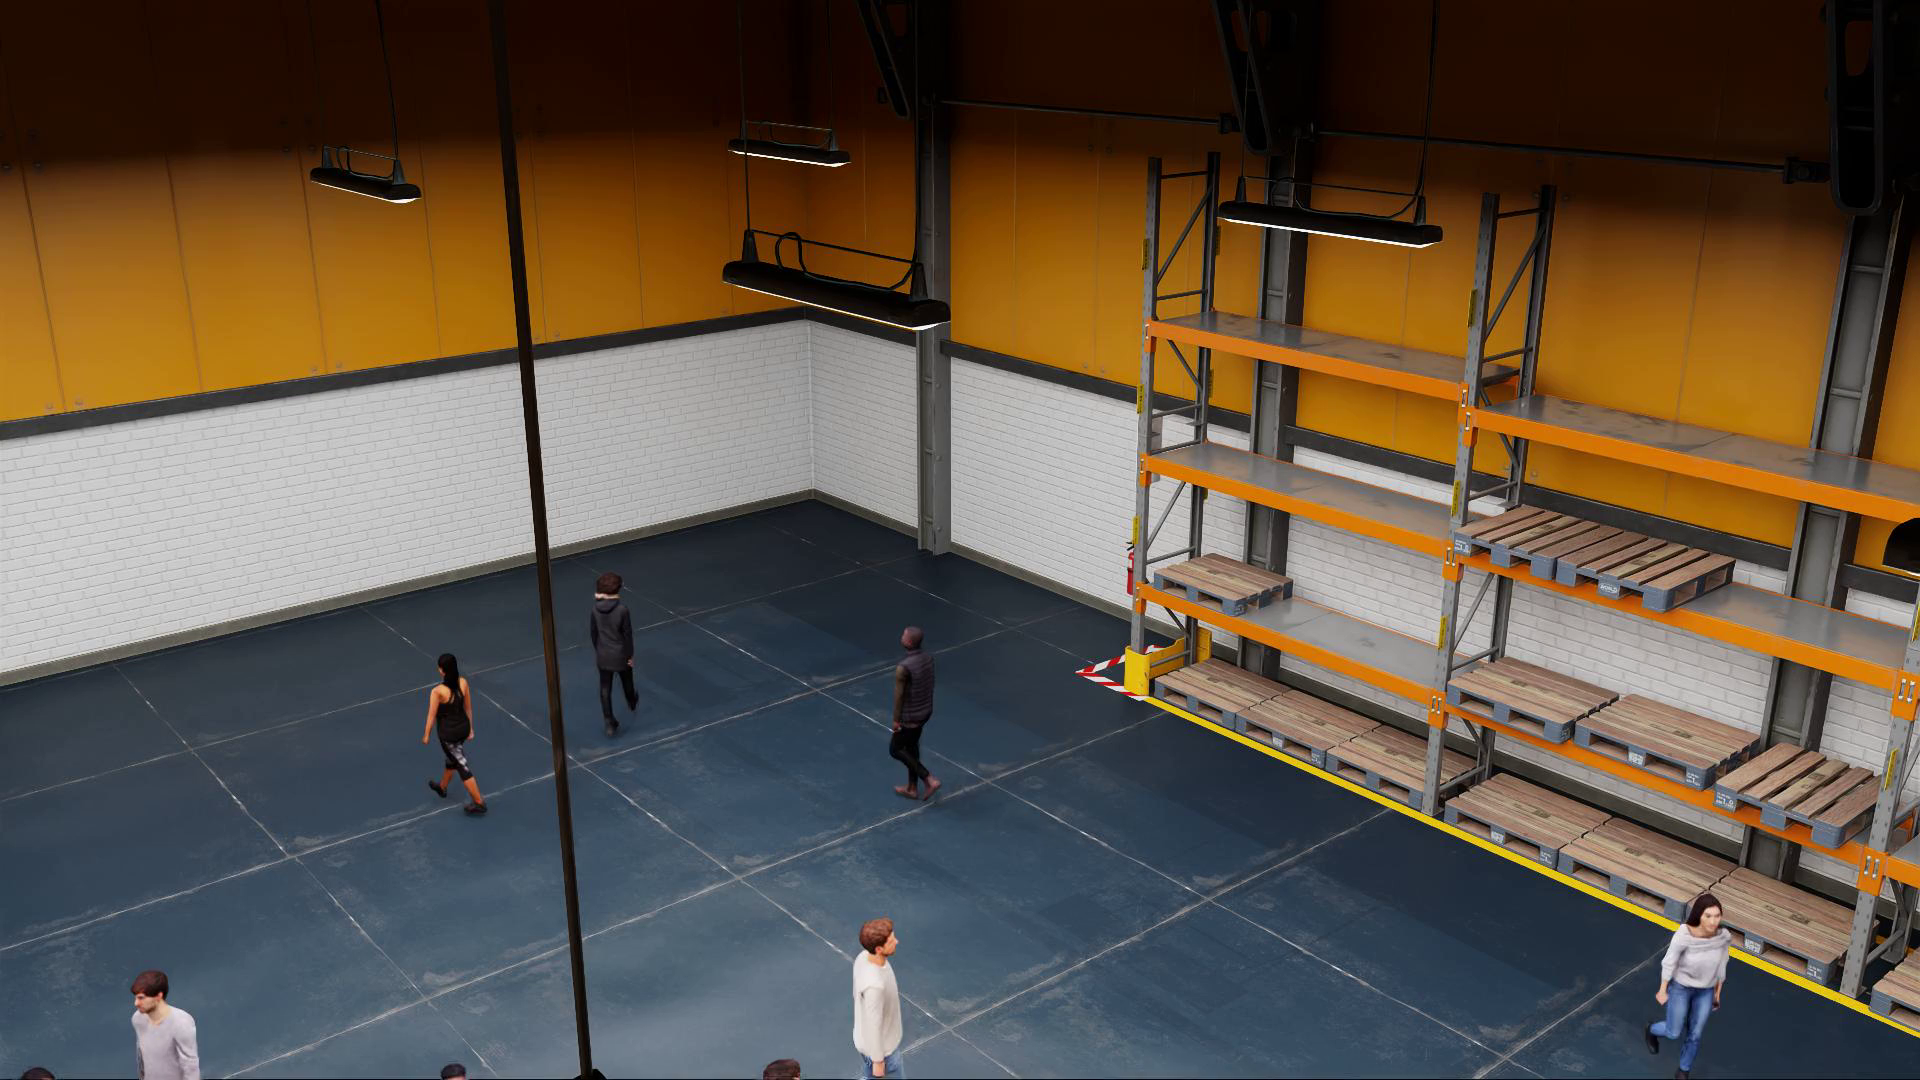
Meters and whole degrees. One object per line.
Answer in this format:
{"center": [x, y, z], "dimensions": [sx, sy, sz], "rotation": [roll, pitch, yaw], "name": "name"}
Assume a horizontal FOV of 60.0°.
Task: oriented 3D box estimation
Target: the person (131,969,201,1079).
{"center": [-5.036, 3.573, 10.798], "dimensions": [0.947, 1.825, 0.946], "rotation": [8, 20, 23], "name": "person"}

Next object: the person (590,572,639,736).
{"center": [-3.742, 1.255, 17.832], "dimensions": [1.083, 1.728, 1.149], "rotation": [1, 19, 4], "name": "person"}

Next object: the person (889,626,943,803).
{"center": [-0.404, 1.733, 16.258], "dimensions": [0.944, 1.826, 0.851], "rotation": [12, 22, 32], "name": "person"}

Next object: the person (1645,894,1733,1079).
{"center": [5.273, 3.241, 12.112], "dimensions": [0.849, 1.616, 0.938], "rotation": [-2, 19, -6], "name": "person"}

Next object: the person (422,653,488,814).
{"center": [-4.845, 1.897, 16.090], "dimensions": [1.133, 1.624, 0.853], "rotation": [10, 21, 27], "name": "person"}

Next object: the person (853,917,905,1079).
{"center": [-0.632, 3.393, 11.243], "dimensions": [1.070, 1.881, 1.112], "rotation": [-2, 19, -7], "name": "person"}
